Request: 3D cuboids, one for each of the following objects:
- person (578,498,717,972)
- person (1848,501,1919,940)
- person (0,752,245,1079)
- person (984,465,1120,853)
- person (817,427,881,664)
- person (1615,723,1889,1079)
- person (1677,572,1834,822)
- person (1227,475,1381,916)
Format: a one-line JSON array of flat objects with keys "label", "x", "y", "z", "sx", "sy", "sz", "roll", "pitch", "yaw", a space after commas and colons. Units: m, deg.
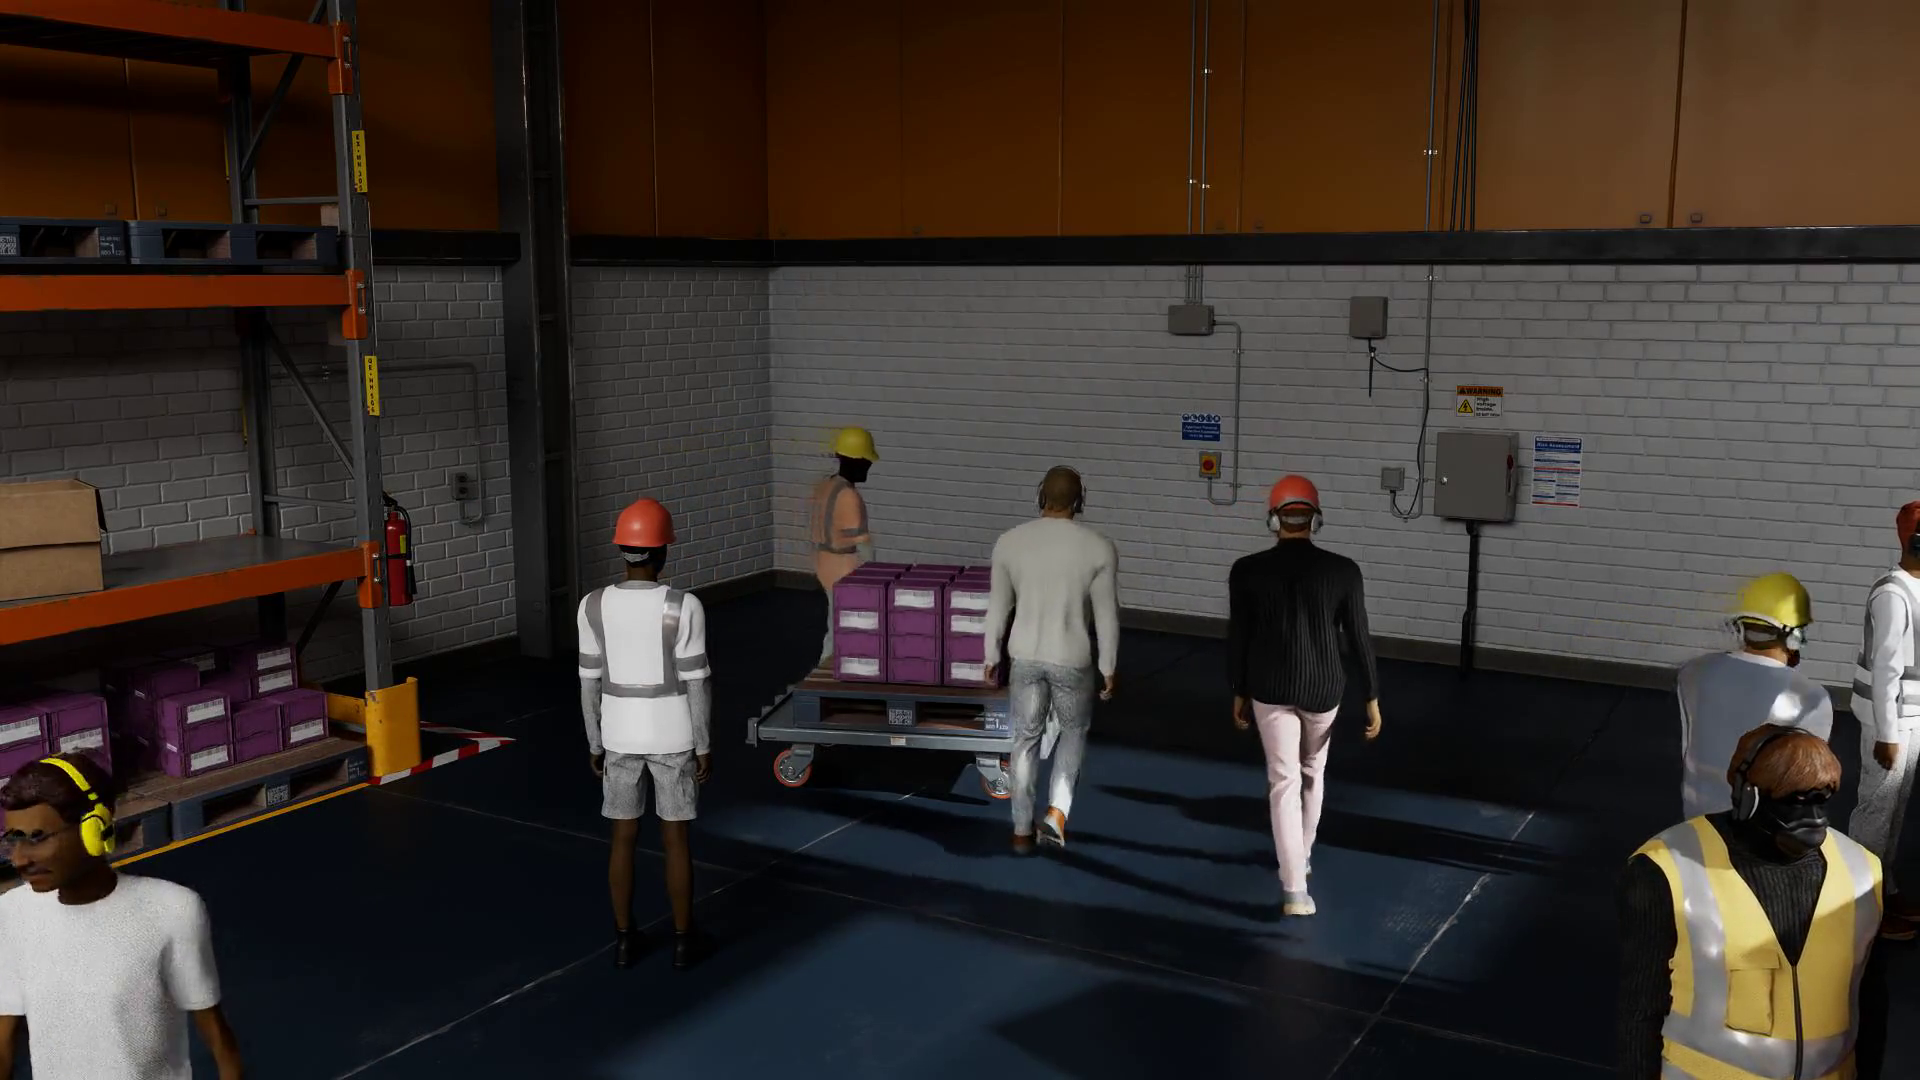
[{"label": "person", "x": -1.261, "y": 0.797, "z": 6.767, "sx": 0.543, "sy": 1.939, "sz": 0.360, "roll": 1, "pitch": 9, "yaw": 8}, {"label": "person", "x": 4.036, "y": 0.765, "z": 7.155, "sx": 0.351, "sy": 1.879, "sz": 0.577, "roll": 8, "pitch": 12, "yaw": 41}, {"label": "person", "x": -1.866, "y": 1.356, "z": 3.673, "sx": 0.540, "sy": 1.809, "sz": 0.971, "roll": 1, "pitch": 9, "yaw": 7}, {"label": "person", "x": 0.429, "y": 0.600, "z": 8.071, "sx": 0.695, "sy": 1.913, "sz": 0.507, "roll": 2, "pitch": 9, "yaw": 14}, {"label": "person", "x": -0.617, "y": 0.233, "z": 10.424, "sx": 0.732, "sy": 1.890, "sz": 0.594, "roll": -1, "pitch": 9, "yaw": -8}, {"label": "person", "x": 1.834, "y": 1.316, "z": 3.865, "sx": 0.626, "sy": 1.836, "sz": 0.428, "roll": 0, "pitch": 9, "yaw": -1}, {"label": "person", "x": 2.850, "y": 1.002, "z": 5.913, "sx": 0.816, "sy": 1.800, "sz": 0.608, "roll": -6, "pitch": 11, "yaw": -33}, {"label": "person", "x": 1.548, "y": 0.686, "z": 7.508, "sx": 0.680, "sy": 1.936, "sz": 0.982, "roll": 1, "pitch": 9, "yaw": 3}]
